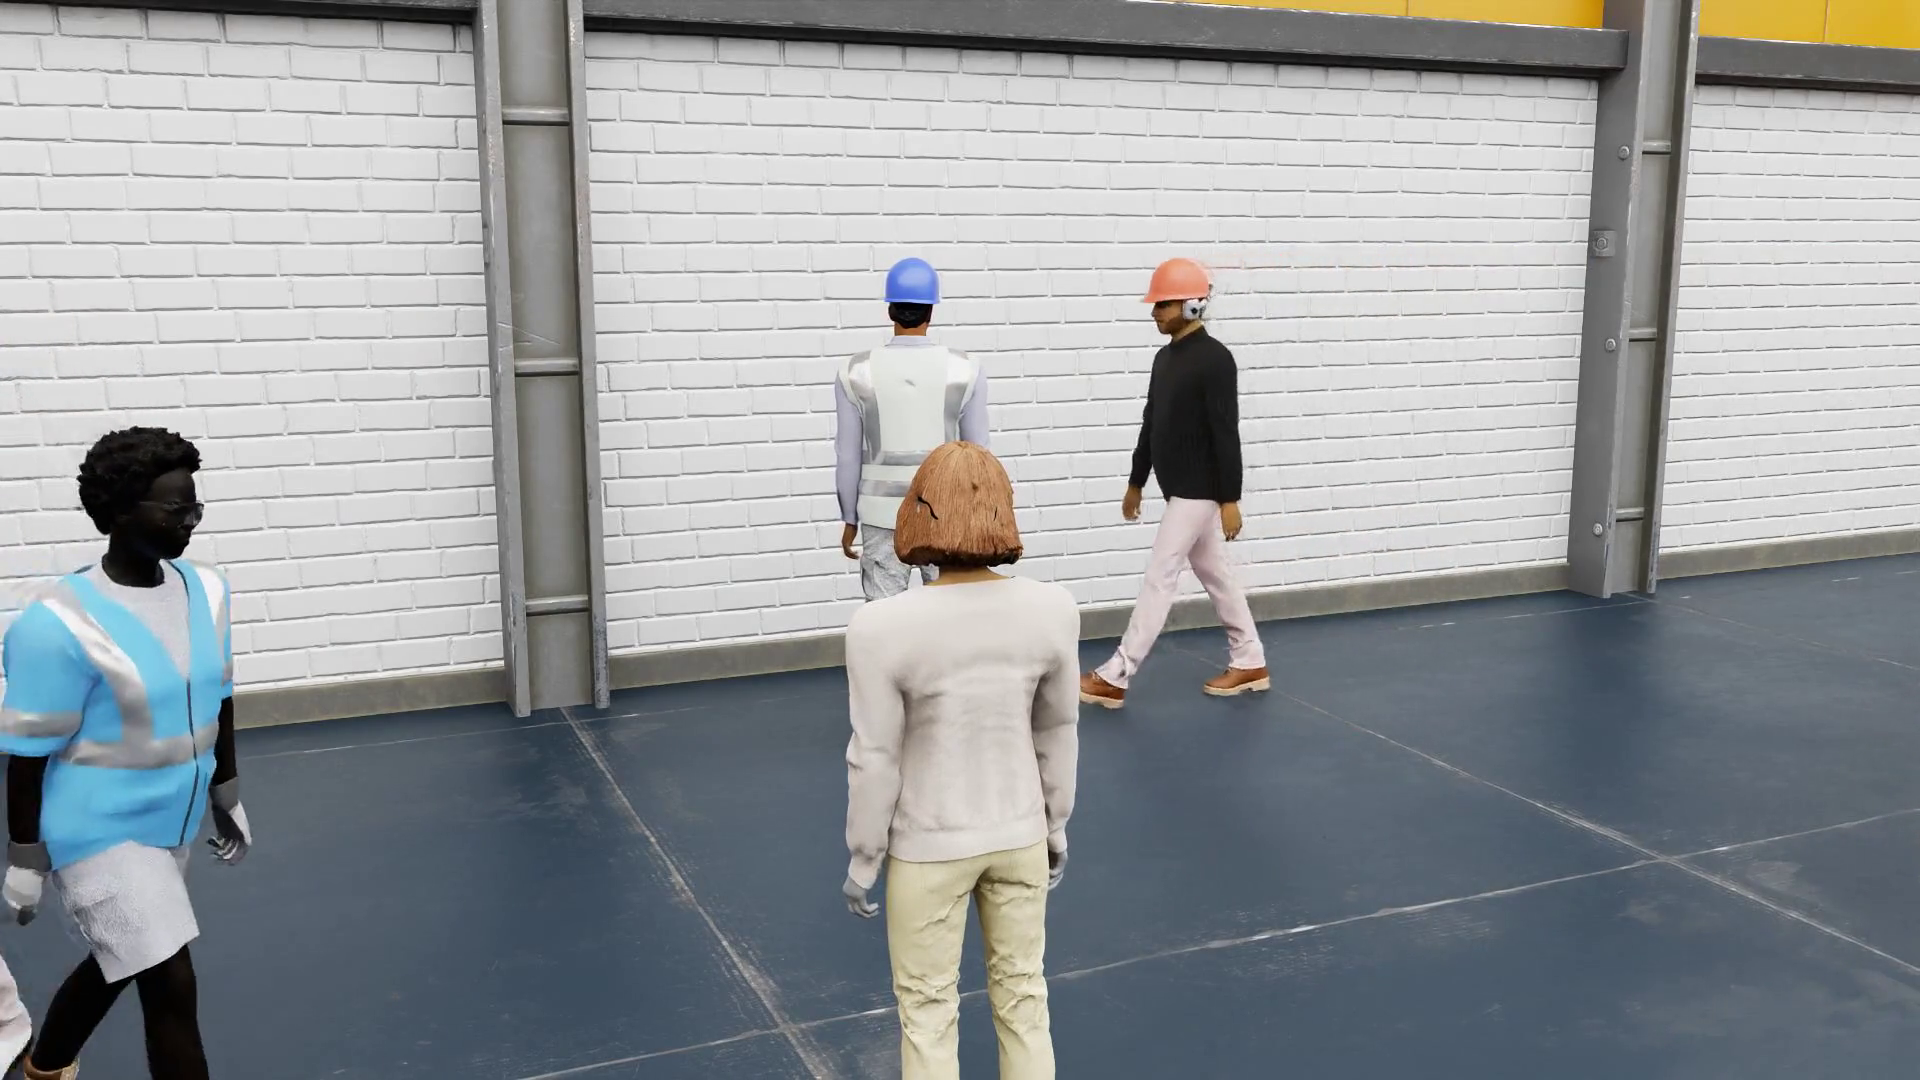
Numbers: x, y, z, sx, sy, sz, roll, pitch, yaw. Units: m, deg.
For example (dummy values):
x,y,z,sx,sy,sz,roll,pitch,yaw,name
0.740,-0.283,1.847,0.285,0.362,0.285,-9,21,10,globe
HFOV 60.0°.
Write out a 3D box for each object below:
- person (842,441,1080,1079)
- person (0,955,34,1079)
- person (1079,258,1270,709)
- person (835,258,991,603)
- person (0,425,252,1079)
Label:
x,y,z,sx,sy,sz,roll,pitch,yaw,name
0.003,0.618,3.321,0.500,1.633,0.279,-5,11,-25,person
-2.474,0.474,3.556,0.663,1.848,1.007,2,10,11,person
0.930,-0.239,7.206,1.039,1.934,0.650,-3,11,-14,person
-0.178,-0.102,6.418,0.601,1.948,0.387,0,10,-1,person
-1.775,0.579,3.460,0.805,1.658,0.534,2,10,10,person
